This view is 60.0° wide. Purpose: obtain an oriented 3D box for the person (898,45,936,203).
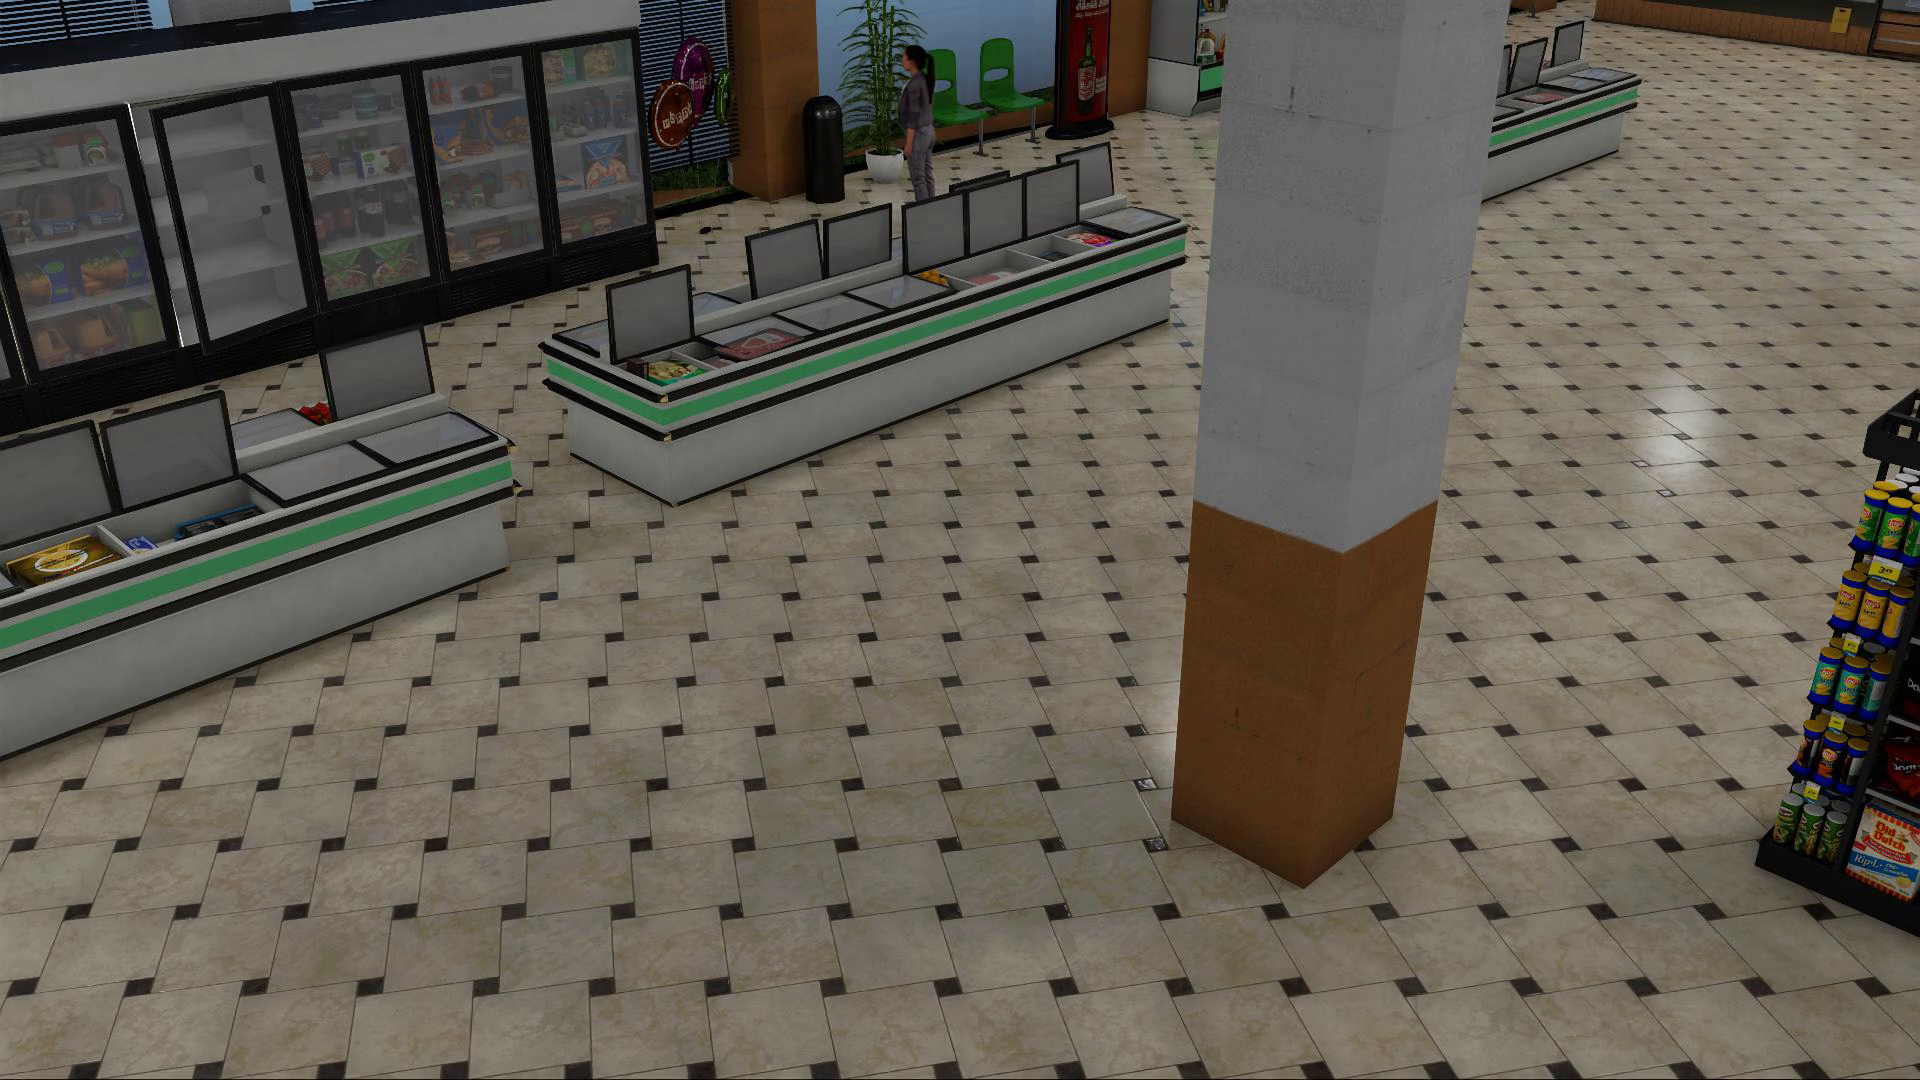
[{"bbox_3d":[-0.365,-3.600,14.973,0.775,1.677,0.664,9,28,16],"label":"person"}]
